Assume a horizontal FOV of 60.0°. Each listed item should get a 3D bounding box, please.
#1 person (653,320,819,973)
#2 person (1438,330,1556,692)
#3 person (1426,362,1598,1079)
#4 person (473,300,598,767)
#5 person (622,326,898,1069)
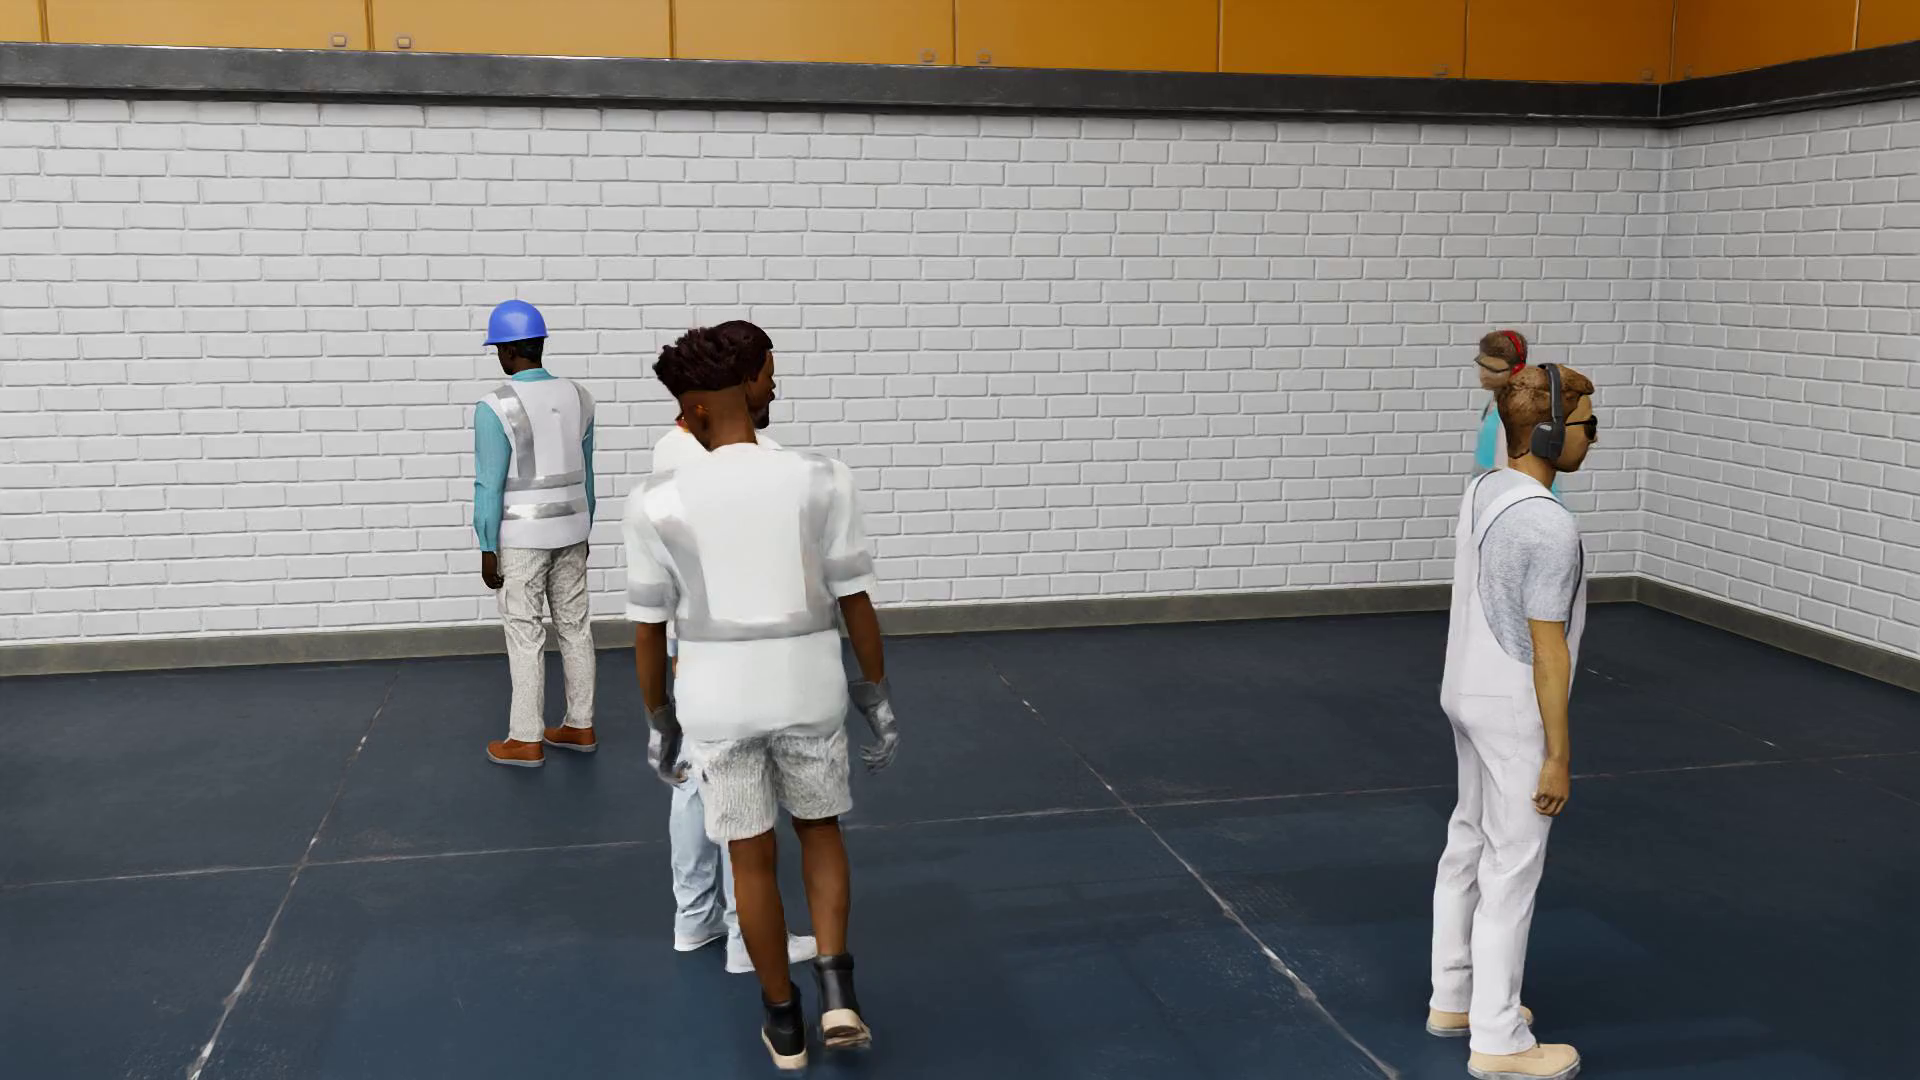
[{"bbox_3d":[-0.679,0.321,4.946,0.415,1.916,0.606,-9,13,-44],"label":"person"},{"bbox_3d":[2.488,-0.072,7.659,0.558,1.789,0.664,2,10,11],"label":"person"},{"bbox_3d":[1.418,0.472,4.238,0.353,1.842,0.508,-1,9,-6],"label":"person"},{"bbox_3d":[-1.775,-0.024,6.946,0.416,1.939,0.604,7,11,35],"label":"person"},{"bbox_3d":[-0.509,0.421,4.270,0.676,1.929,0.488,-2,10,-13],"label":"person"}]
